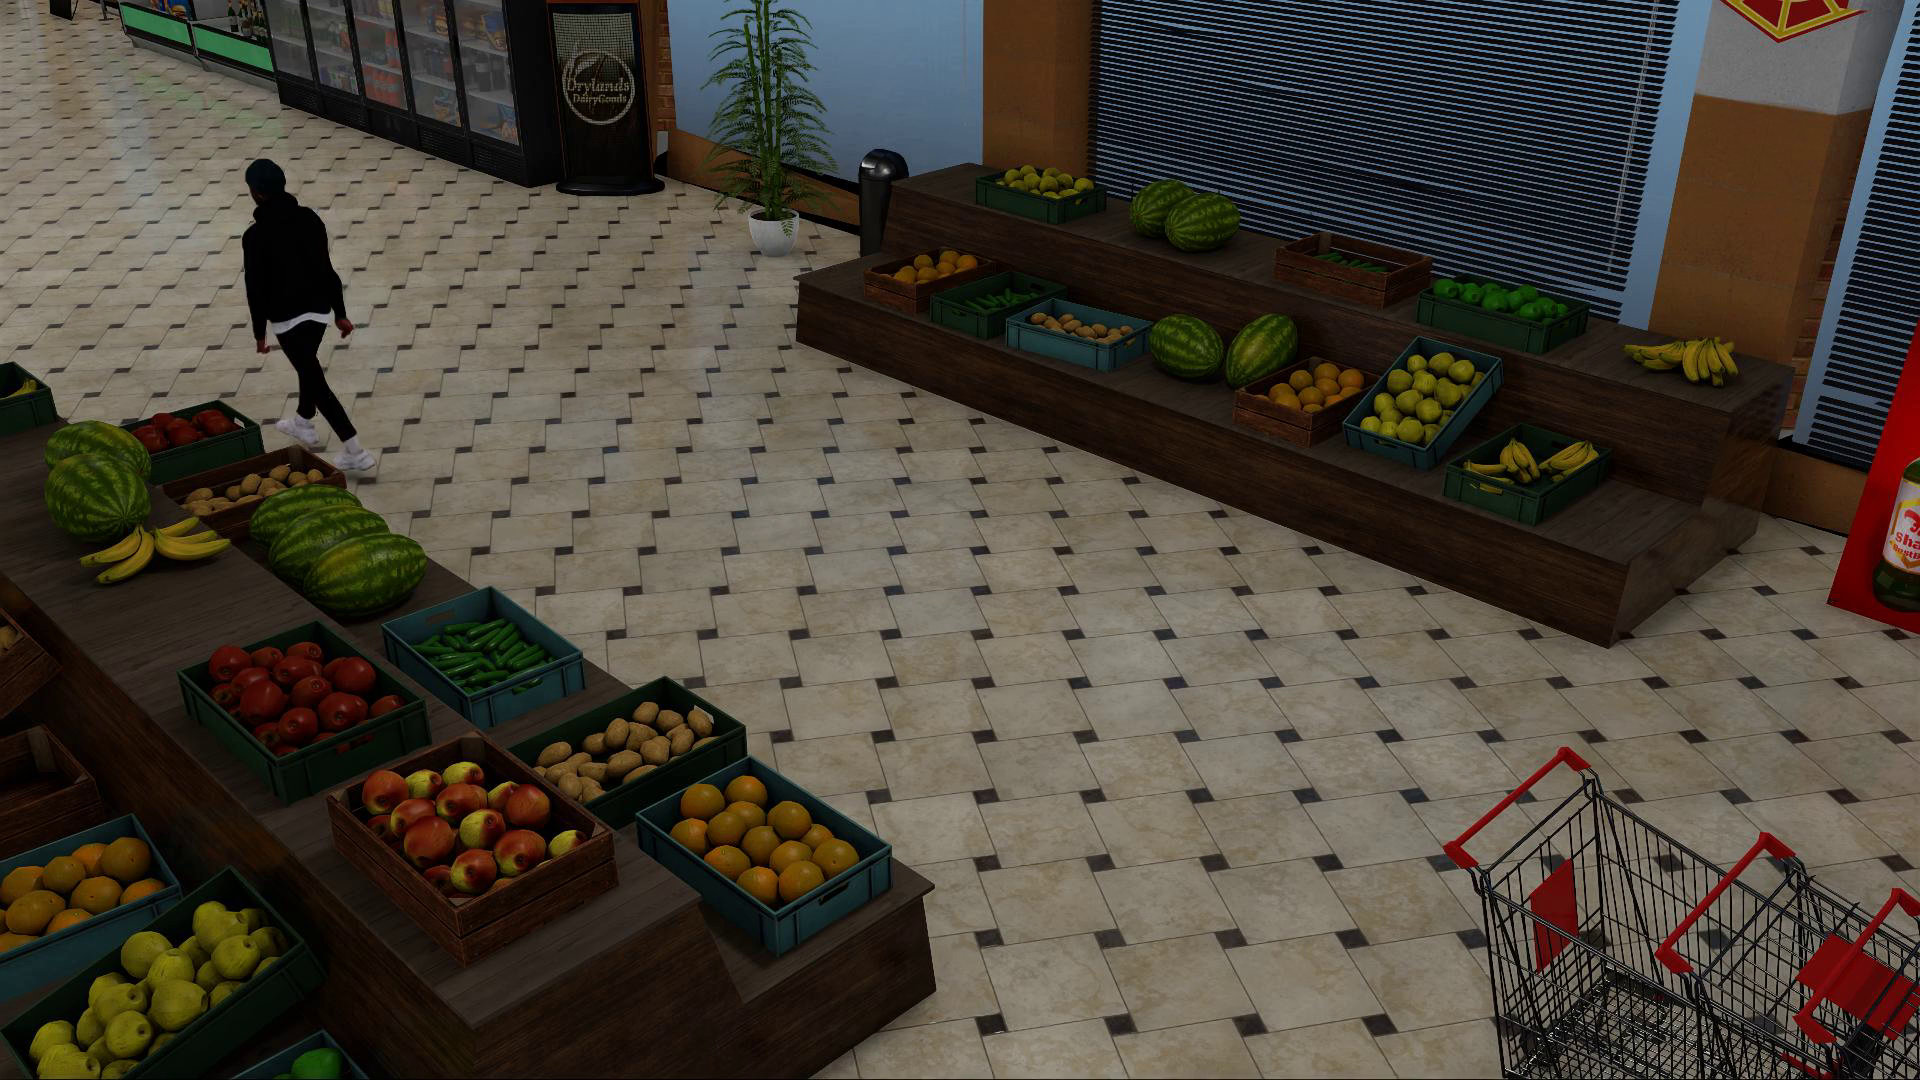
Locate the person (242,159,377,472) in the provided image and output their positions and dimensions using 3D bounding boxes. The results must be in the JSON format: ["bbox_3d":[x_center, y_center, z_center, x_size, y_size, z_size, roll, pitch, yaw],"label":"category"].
[{"bbox_3d":[-3.660,-1.210,9.377,1.291,1.766,0.900,15,31,27],"label":"person"}]
